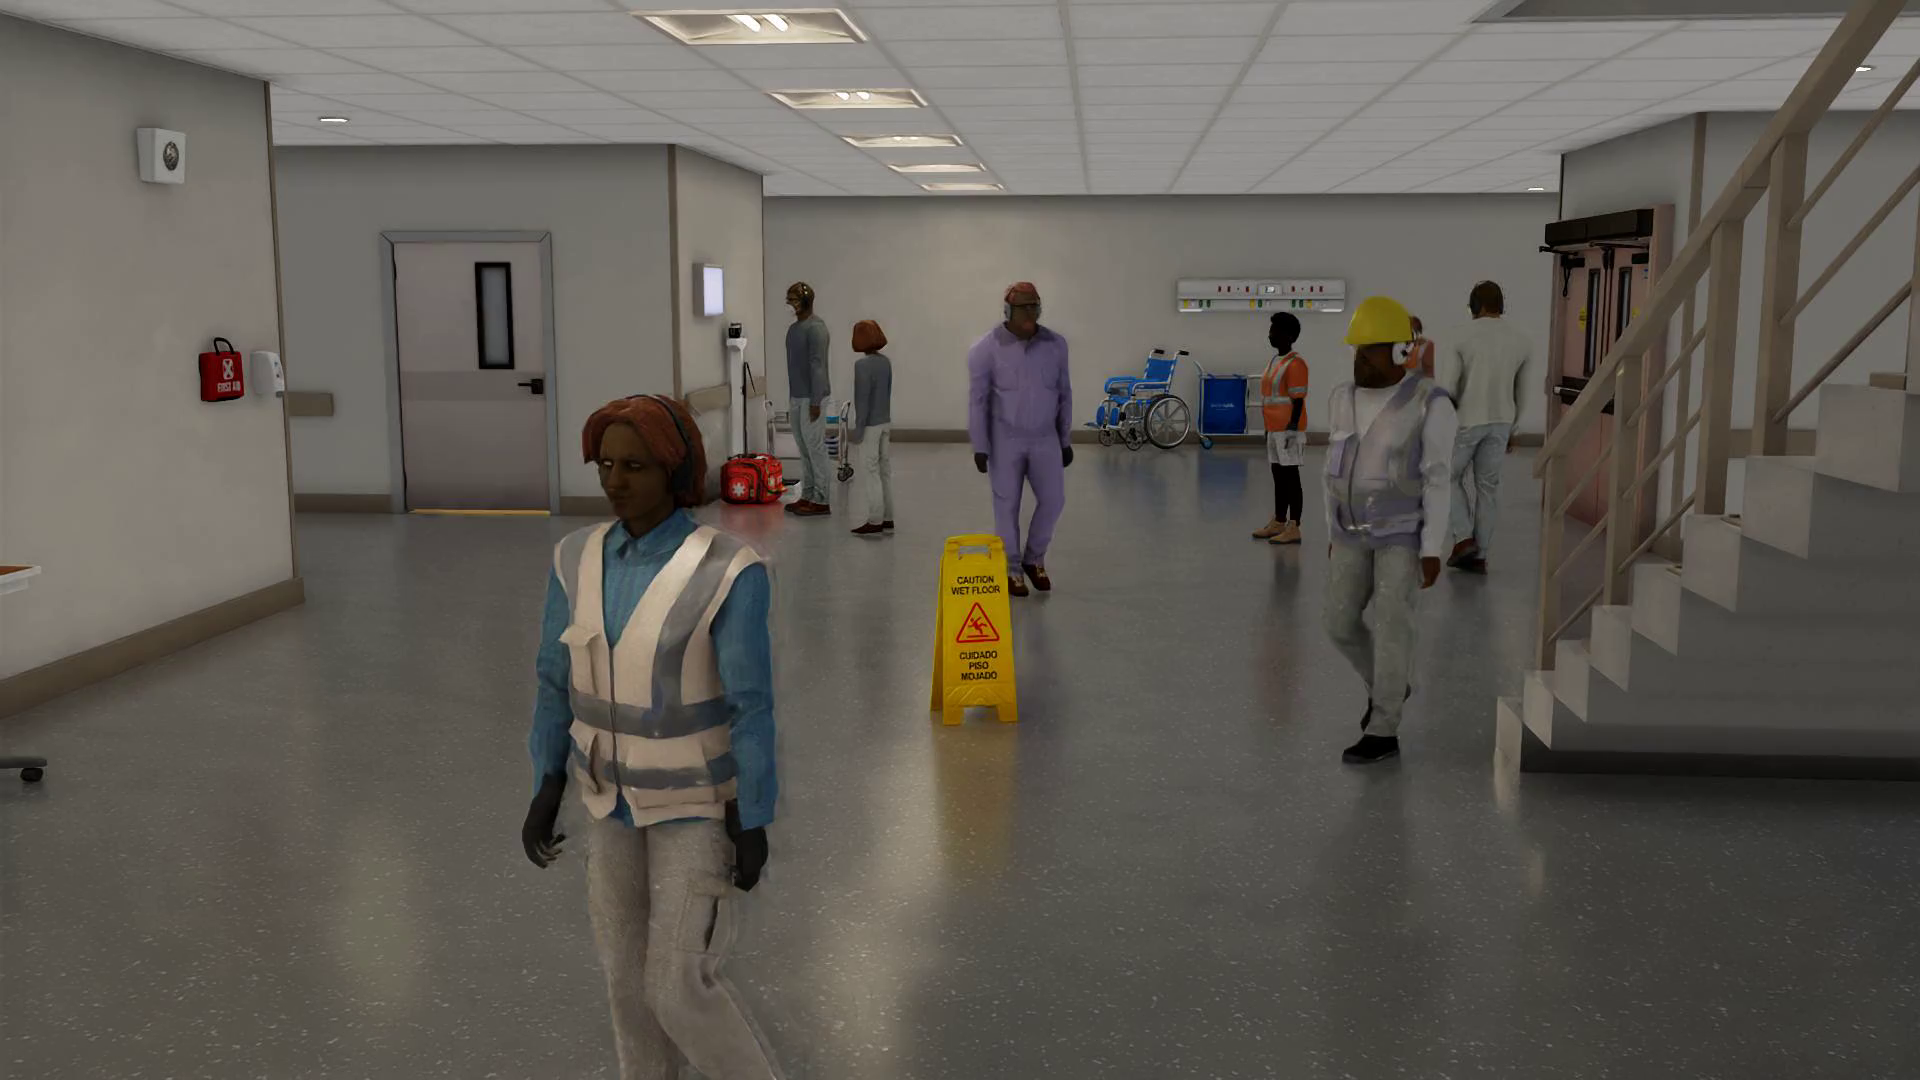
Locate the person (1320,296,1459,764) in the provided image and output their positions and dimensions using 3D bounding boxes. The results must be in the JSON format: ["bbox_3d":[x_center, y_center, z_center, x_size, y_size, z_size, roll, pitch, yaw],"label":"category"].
[{"bbox_3d":[1.660,-0.036,6.497,0.460,1.817,0.598,-7,11,-38],"label":"person"}]

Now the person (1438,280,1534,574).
[{"bbox_3d":[3.403,-0.736,10.888,0.664,1.915,0.438,-1,8,-8],"label":"person"}]

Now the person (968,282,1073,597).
[{"bbox_3d":[0.382,-0.598,10.016,0.678,1.891,0.432,-2,9,-16],"label":"person"}]

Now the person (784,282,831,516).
[{"bbox_3d":[-1.263,-1.164,13.772,0.370,1.932,0.628,-4,9,-27],"label":"person"}]

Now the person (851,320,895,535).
[{"bbox_3d":[-0.672,-0.855,12.657,0.268,1.631,0.507,4,9,23],"label":"person"}]

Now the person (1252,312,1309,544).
[{"bbox_3d":[2.365,-0.817,12.181,0.321,1.697,0.529,-1,8,-10],"label":"person"}]

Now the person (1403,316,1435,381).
[{"bbox_3d":[5.204,-1.751,18.895,0.518,1.590,0.821,7,11,41],"label":"person"}]

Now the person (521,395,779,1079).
[{"bbox_3d":[-0.595,0.532,3.241,0.533,1.631,0.351,5,10,33],"label":"person"}]
